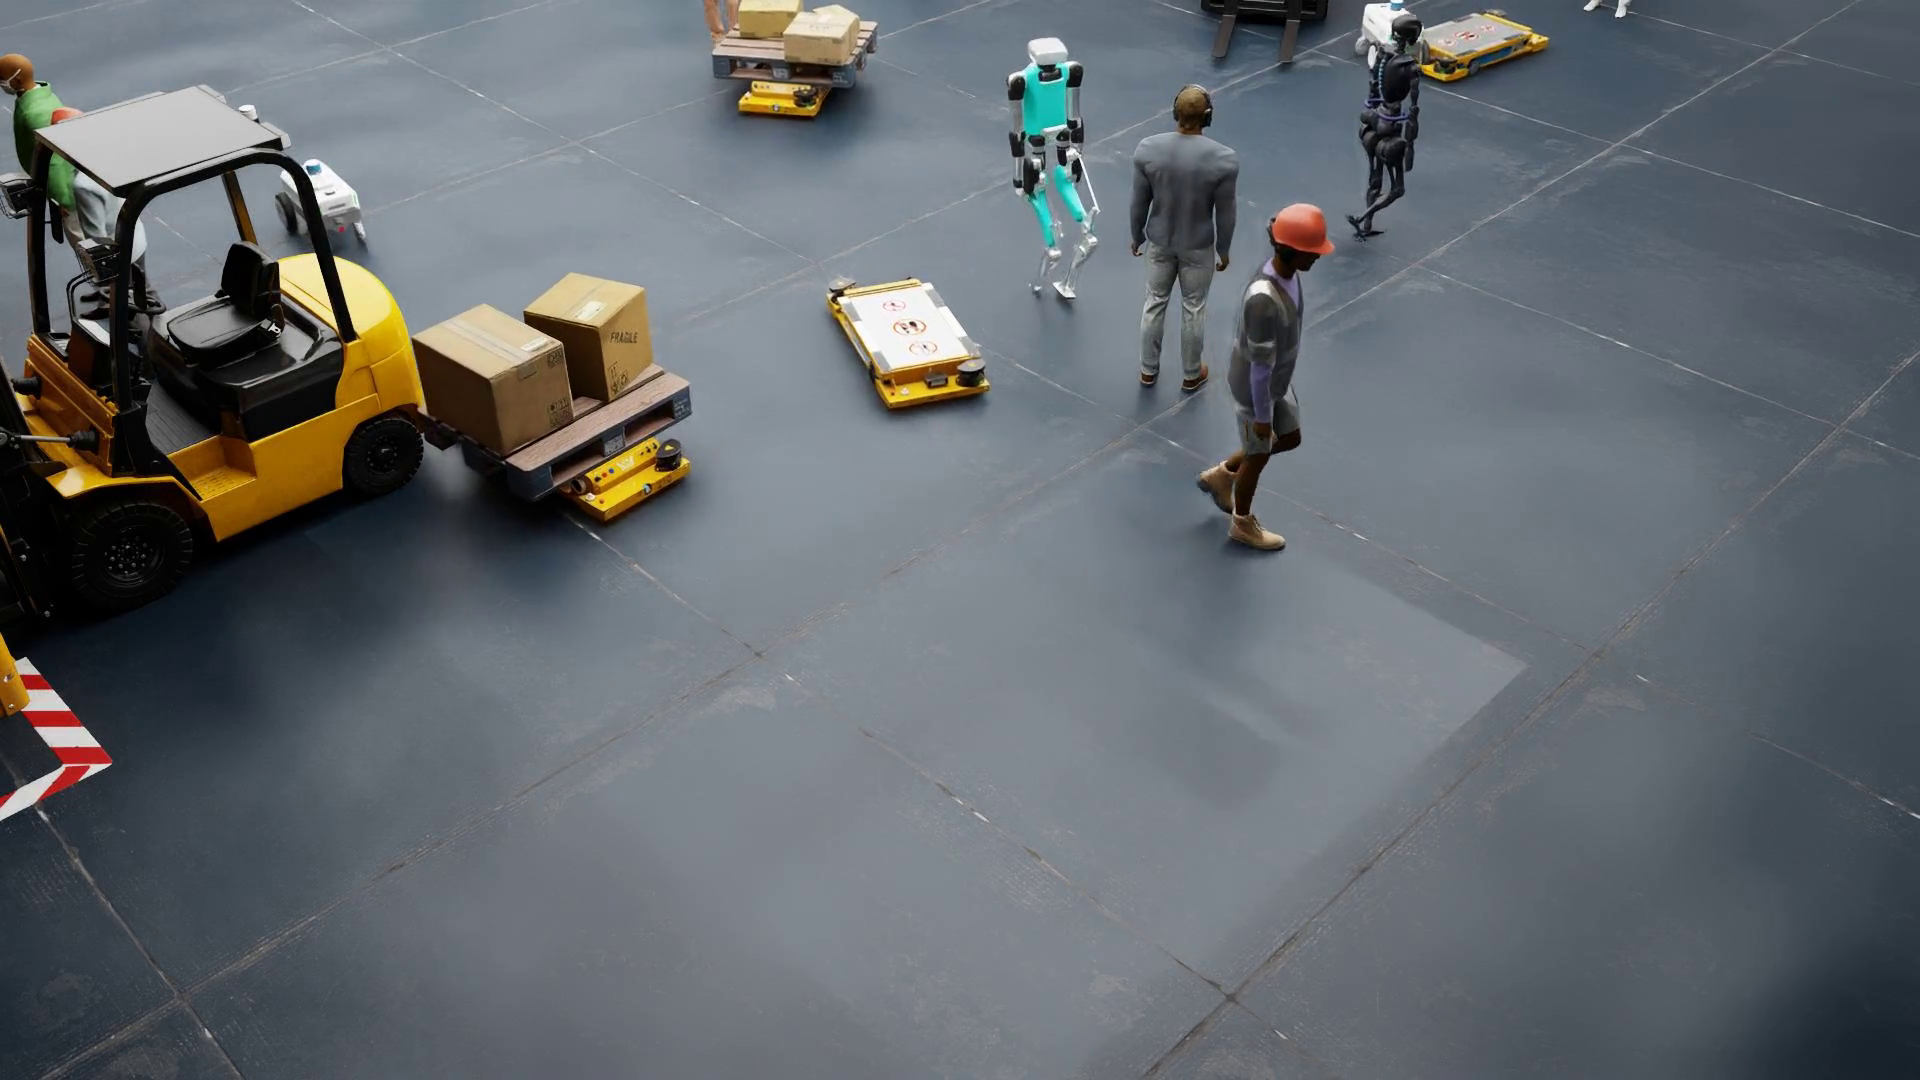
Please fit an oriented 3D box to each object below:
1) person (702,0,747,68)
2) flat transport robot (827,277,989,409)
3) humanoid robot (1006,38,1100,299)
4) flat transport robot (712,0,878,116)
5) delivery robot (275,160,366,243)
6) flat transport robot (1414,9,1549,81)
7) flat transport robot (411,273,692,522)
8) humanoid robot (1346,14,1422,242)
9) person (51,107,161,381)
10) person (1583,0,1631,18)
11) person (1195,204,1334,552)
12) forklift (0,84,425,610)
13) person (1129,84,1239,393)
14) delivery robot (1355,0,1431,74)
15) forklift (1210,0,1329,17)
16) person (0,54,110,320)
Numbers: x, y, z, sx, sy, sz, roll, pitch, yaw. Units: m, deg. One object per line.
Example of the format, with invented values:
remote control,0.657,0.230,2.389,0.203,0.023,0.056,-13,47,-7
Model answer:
person,-2.114,-4.949,14.371,0.549,1.759,0.727,-8,38,-11
flat transport robot,-0.358,-1.320,10.764,0.659,0.231,1.431,-12,38,-15
humanoid robot,0.650,-2.319,10.885,0.550,1.801,0.717,-15,39,-19
flat transport robot,-1.403,-4.040,14.405,0.659,0.231,1.431,7,37,9
delivery robot,-4.644,-2.465,12.074,0.499,0.614,0.790,-25,43,-29
flat transport robot,4.582,-4.447,14.950,1.431,0.231,0.659,-25,43,-29
flat transport robot,-2.320,-0.579,9.771,1.431,0.231,0.659,27,44,31
humanoid robot,2.968,-2.879,11.676,0.419,1.650,0.583,-14,39,-18
person,-5.181,-1.808,10.187,0.345,1.740,0.573,-2,37,-3
person,6.218,-5.728,15.527,0.517,1.632,0.314,25,44,30
person,1.581,-0.819,8.631,0.504,2.020,0.604,16,40,21
forklift,-4.145,-1.093,8.856,2.313,2.155,1.214,-31,47,-34
person,1.324,-1.784,9.992,0.632,1.936,0.352,11,38,14
delivery robot,3.843,-4.483,14.756,0.499,0.591,0.762,-5,37,-7
forklift,3.106,-6.400,15.960,1.214,2.155,2.313,8,37,10
person,-5.828,-2.290,10.810,0.389,1.778,0.535,-16,40,-20
